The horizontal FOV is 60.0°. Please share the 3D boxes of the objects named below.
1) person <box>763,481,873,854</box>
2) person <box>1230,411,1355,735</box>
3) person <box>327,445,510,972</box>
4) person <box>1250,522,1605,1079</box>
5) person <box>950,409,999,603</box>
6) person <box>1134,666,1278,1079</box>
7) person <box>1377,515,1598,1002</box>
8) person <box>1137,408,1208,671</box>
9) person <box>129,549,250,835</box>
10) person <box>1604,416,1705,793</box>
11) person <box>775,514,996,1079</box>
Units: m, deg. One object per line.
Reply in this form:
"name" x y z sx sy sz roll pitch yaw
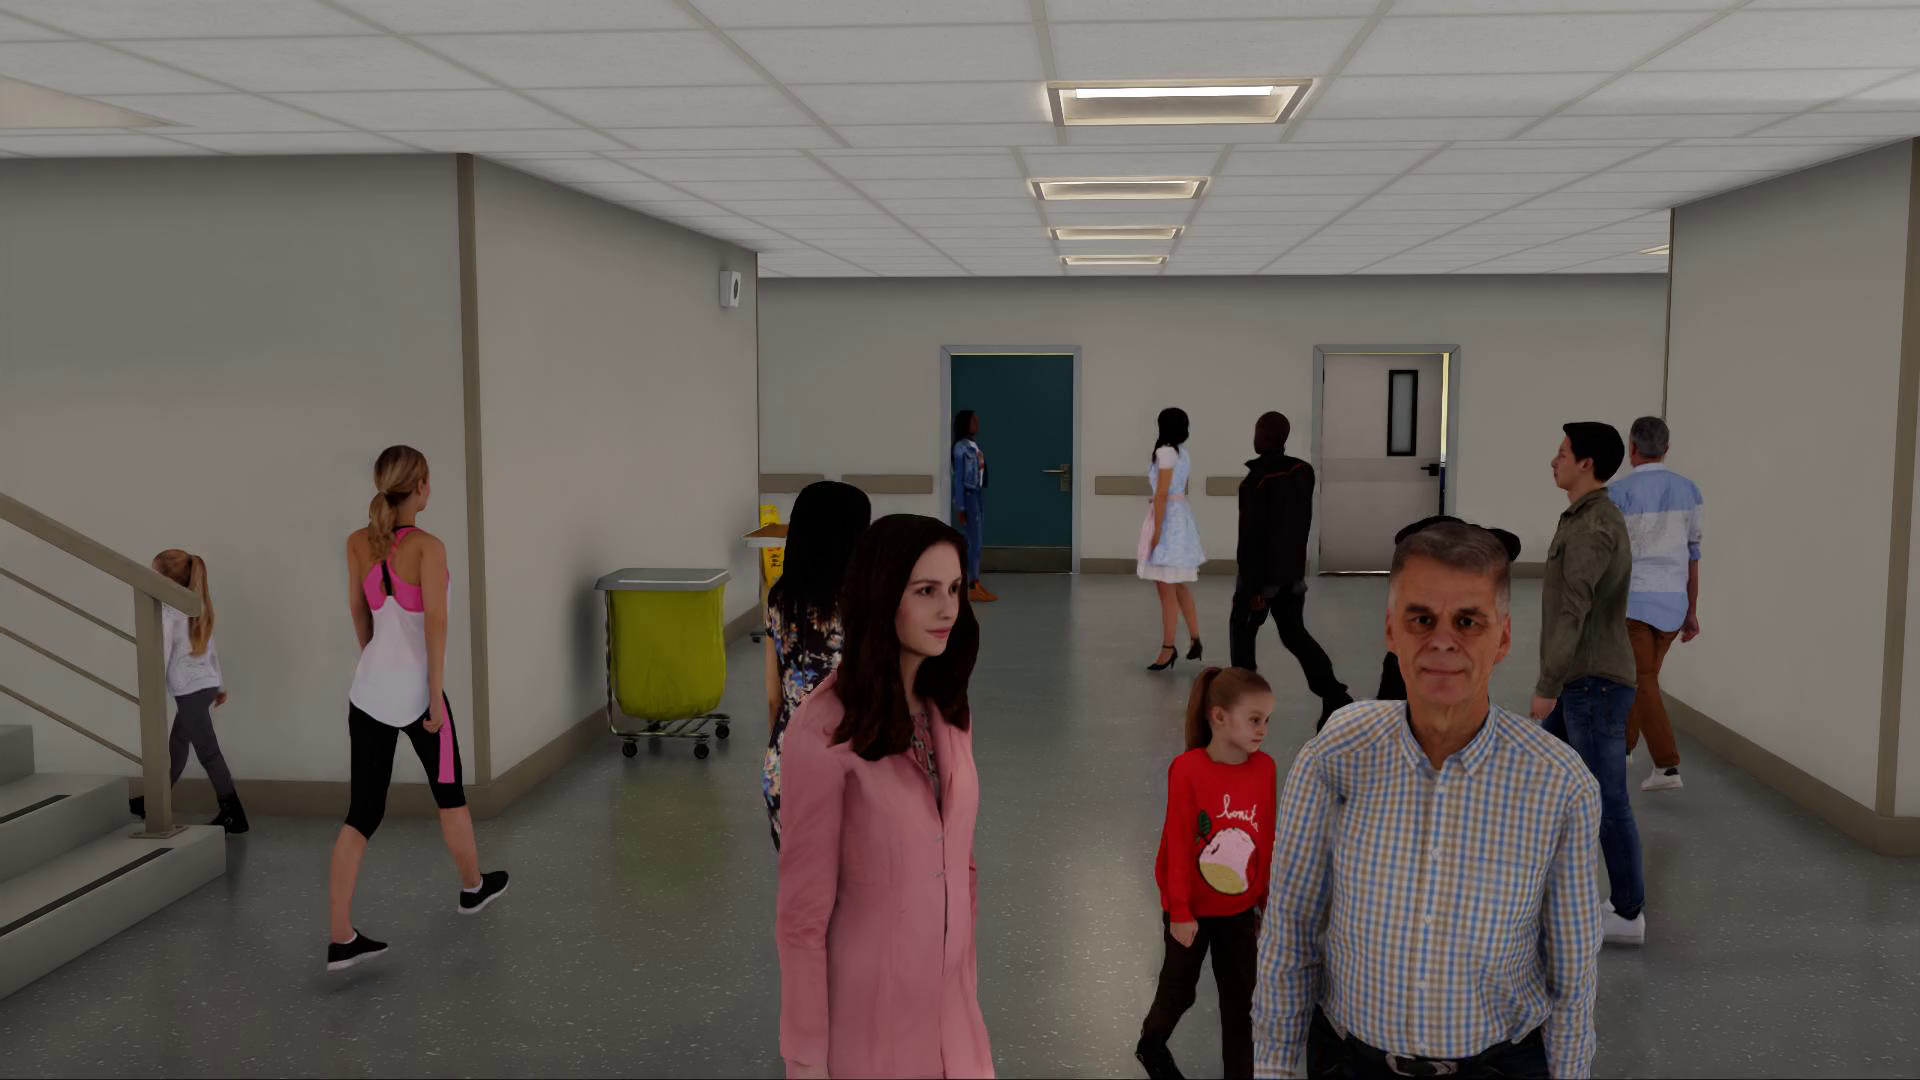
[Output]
"person" -0.416 0.712 4.556 0.706 1.726 0.789 3 6 25
"person" 1.827 0.199 9.284 1.220 1.800 1.201 -4 7 -32
"person" -1.981 0.600 5.666 1.155 1.727 0.870 2 6 19
"person" 0.767 0.878 2.717 1.220 1.764 1.026 3 7 28
"person" -0.005 -0.297 14.730 1.010 1.697 0.742 2 6 18
"person" 0.631 0.964 4.416 0.907 1.253 0.807 -2 6 -19
"person" 1.404 0.756 4.642 0.951 1.622 0.724 2 6 22
"person" 1.431 -0.001 11.333 0.802 1.789 0.804 0 6 5
"person" -3.285 0.681 7.252 0.855 1.249 0.515 0 6 5
"person" 3.325 0.343 7.971 1.199 1.776 0.924 -1 6 -6
"person" -0.151 0.842 2.938 0.717 1.791 0.754 -5 8 -44
